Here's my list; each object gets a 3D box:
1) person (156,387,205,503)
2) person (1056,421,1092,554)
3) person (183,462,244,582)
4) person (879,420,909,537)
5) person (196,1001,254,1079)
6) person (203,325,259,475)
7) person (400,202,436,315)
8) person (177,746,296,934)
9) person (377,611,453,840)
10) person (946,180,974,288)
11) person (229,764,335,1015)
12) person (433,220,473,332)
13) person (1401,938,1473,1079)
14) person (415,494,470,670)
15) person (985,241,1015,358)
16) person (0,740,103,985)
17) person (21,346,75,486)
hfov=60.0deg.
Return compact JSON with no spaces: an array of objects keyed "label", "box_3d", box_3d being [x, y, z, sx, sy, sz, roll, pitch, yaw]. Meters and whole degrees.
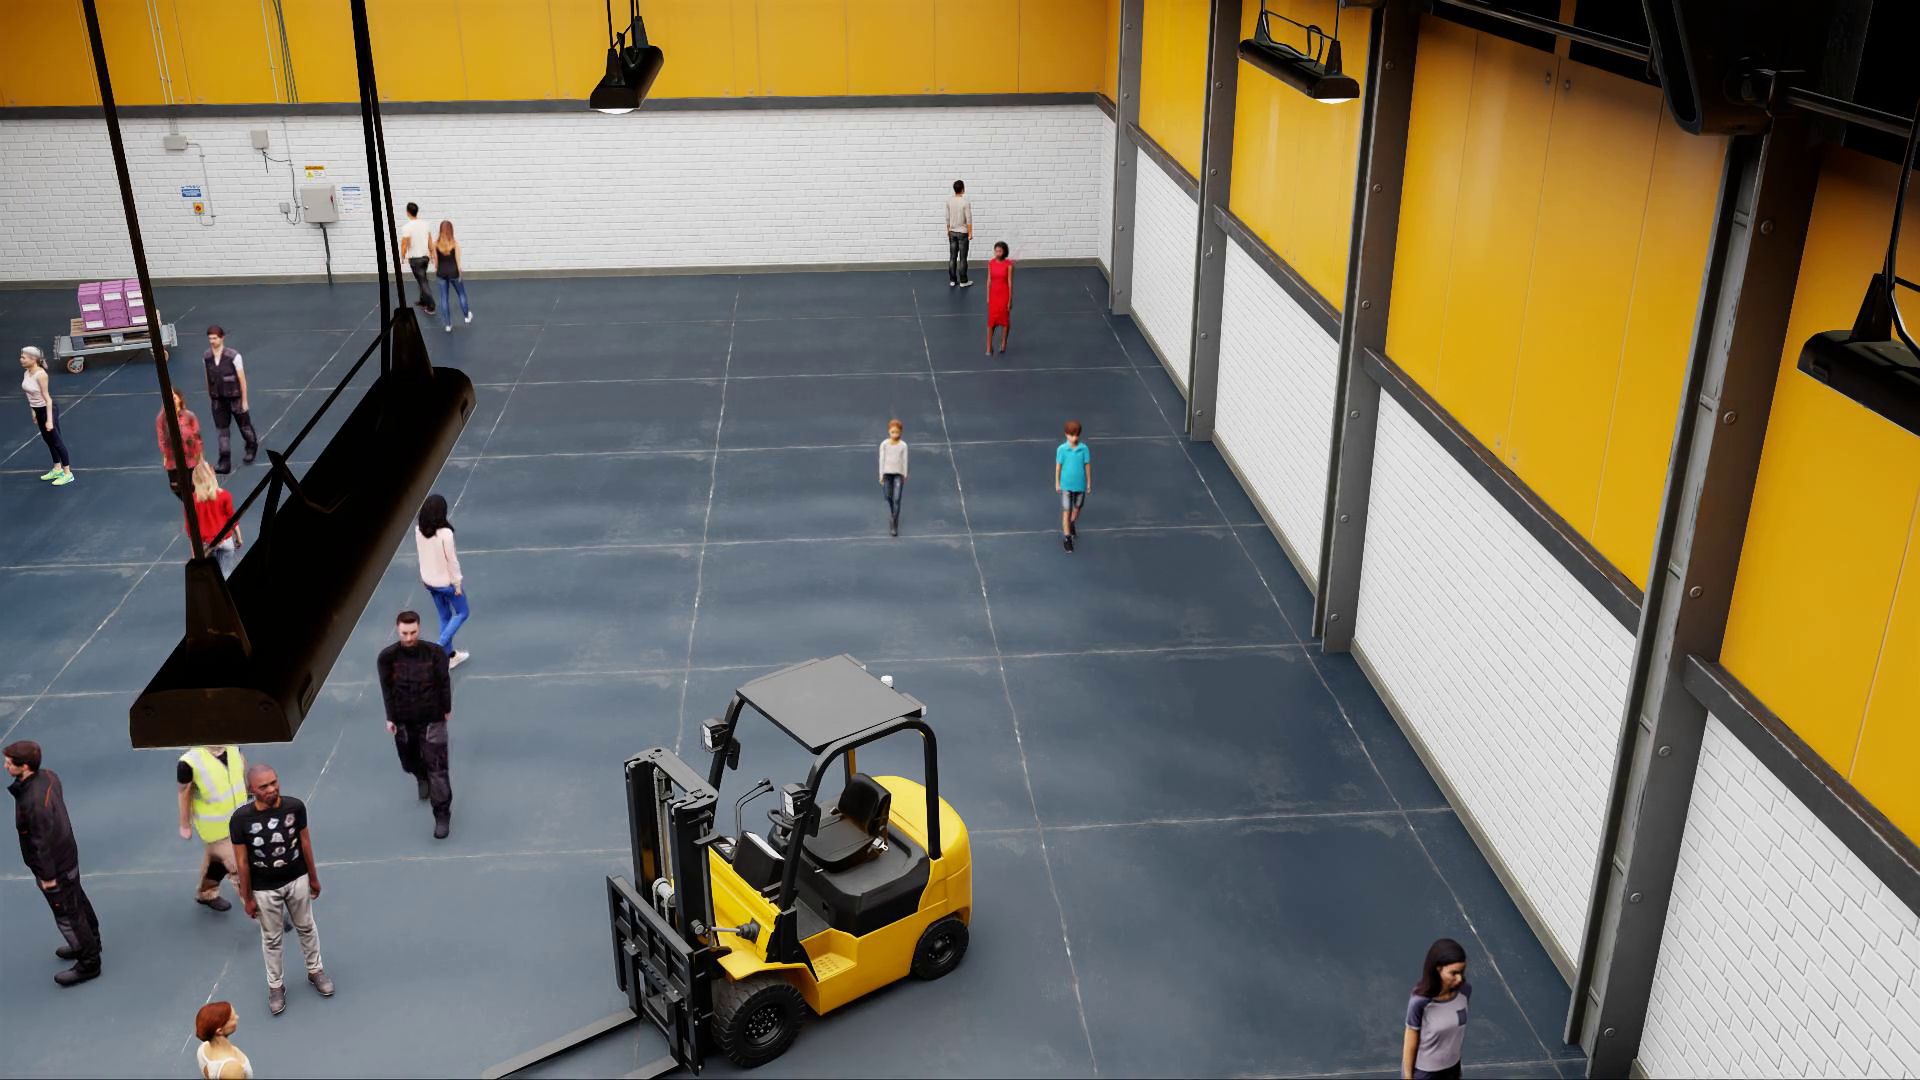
[{"label":"person","box_3d":[-8.741,-0.936,18.779,0.658,1.690,0.657,-5,24,-11]},{"label":"person","box_3d":[1.248,-0.659,18.463,0.563,1.435,0.863,-3,24,-7]},{"label":"person","box_3d":[-7.368,0.079,16.468,0.819,1.681,0.962,-10,26,-23]},{"label":"person","box_3d":[-0.754,-0.746,18.832,0.568,1.298,0.910,2,24,4]},{"label":"person","box_3d":[-4.039,3.253,9.257,0.598,1.642,0.659,19,30,36]},{"label":"person","box_3d":[-8.971,-1.757,20.516,0.740,1.803,1.163,0,24,-1]},{"label":"person","box_3d":[-8.686,-4.542,26.914,0.970,1.781,0.934,14,27,29]},{"label":"person","box_3d":[-5.362,1.999,11.942,1.053,1.789,1.239,7,25,16]},{"label":"person","box_3d":[-4.303,1.387,13.222,0.703,1.885,1.109,-3,24,-7]},{"label":"person","box_3d":[-0.026,-5.262,28.524,0.730,1.811,0.750,13,27,28]},{"label":"person","box_3d":[-4.588,2.307,11.218,0.752,1.804,0.762,-15,28,-30]},{"label":"person","box_3d":[-8.022,-4.104,26.028,0.586,1.689,0.923,-2,24,-5]},{"label":"person","box_3d":[2.726,3.042,9.623,0.651,1.735,0.634,-12,26,-25]},{"label":"person","box_3d":[-4.904,0.440,15.547,0.853,1.757,0.922,13,27,27]},{"label":"person","box_3d":[0.643,-3.617,24.877,0.858,1.718,1.036,9,25,19]},{"label":"person","box_3d":[-6.224,2.185,11.452,0.836,1.839,0.654,-12,26,-25]},{"label":"person","box_3d":[-11.047,-1.523,20.106,0.673,1.702,0.726,17,29,34]}]
